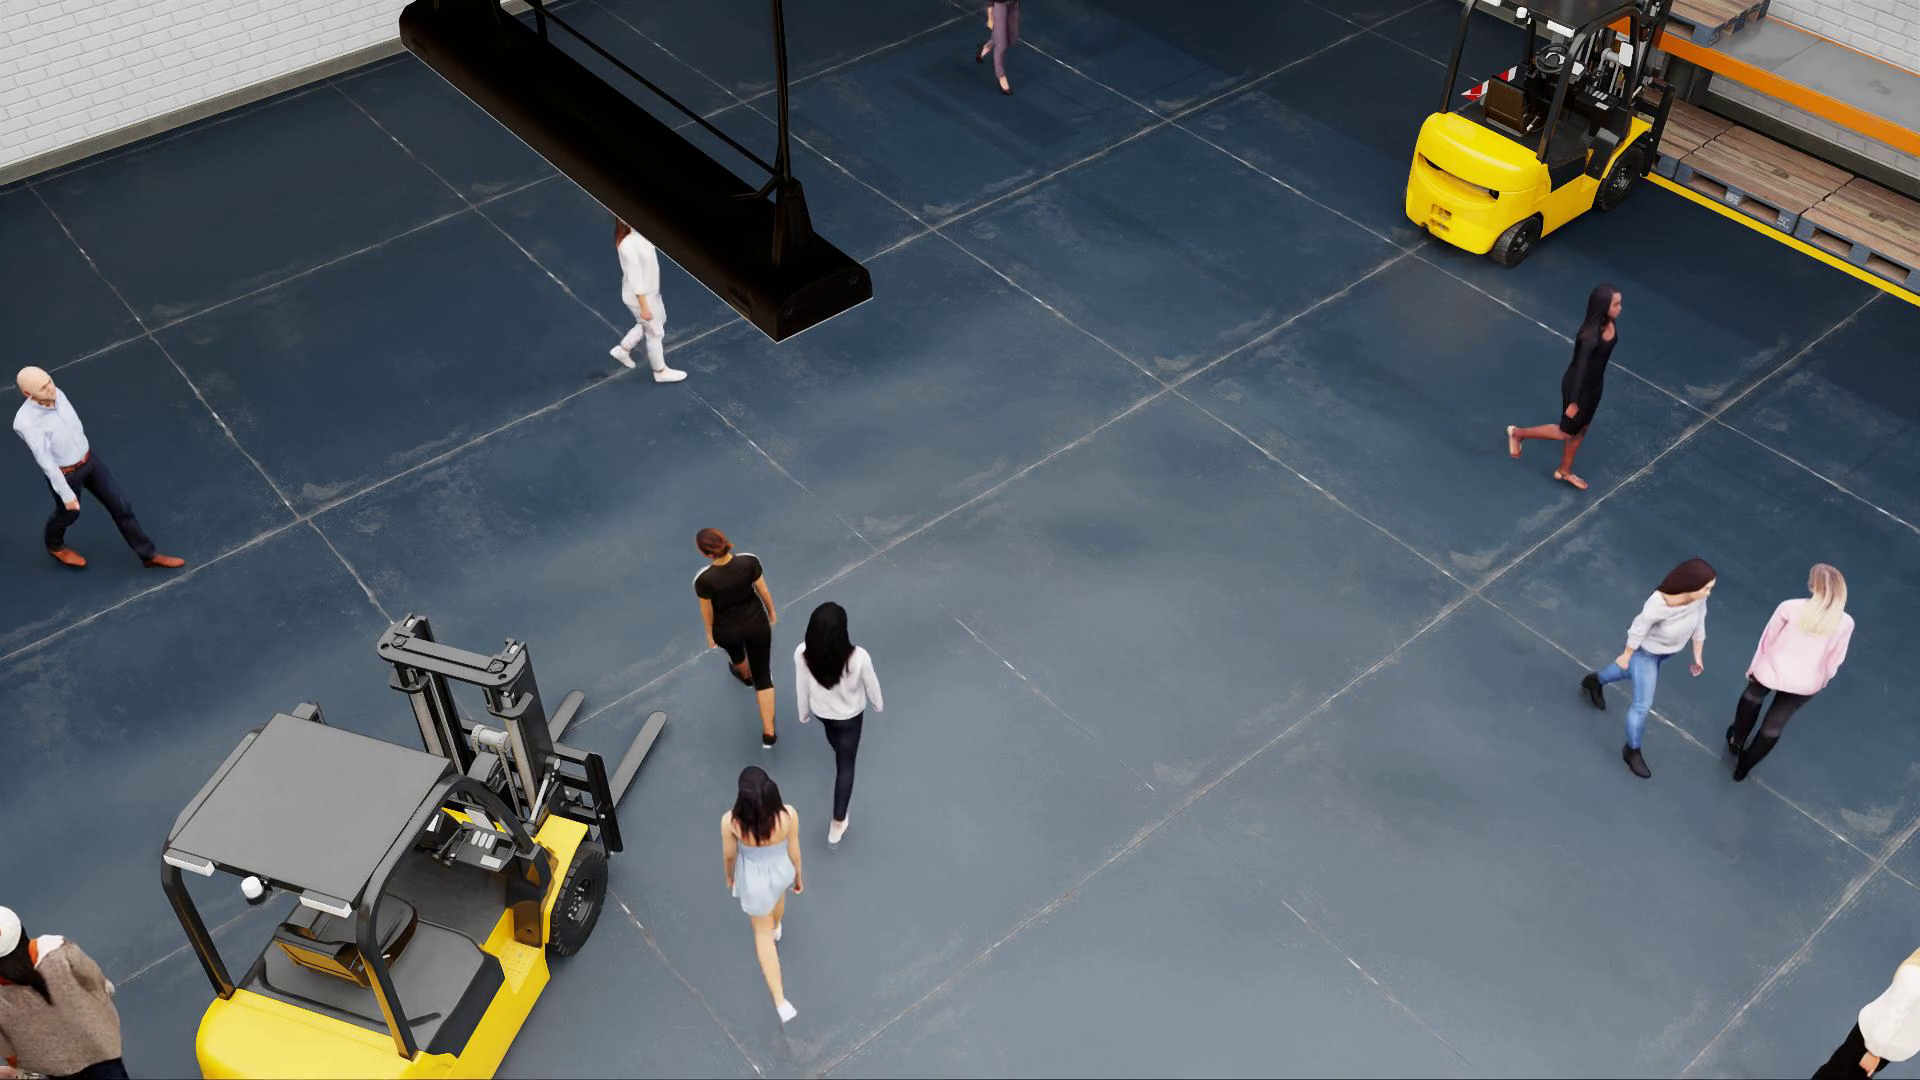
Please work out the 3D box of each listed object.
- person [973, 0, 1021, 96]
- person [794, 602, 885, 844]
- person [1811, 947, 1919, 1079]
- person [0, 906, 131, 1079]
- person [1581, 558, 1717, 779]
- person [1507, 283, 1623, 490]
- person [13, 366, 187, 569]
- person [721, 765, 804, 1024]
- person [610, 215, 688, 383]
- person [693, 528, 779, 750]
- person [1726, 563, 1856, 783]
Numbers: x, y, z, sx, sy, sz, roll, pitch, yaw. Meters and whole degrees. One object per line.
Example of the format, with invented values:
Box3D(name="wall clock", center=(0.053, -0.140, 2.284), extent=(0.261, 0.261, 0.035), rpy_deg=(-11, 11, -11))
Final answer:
Box3D(name="person", center=(0.351, -5.201, 16.312), extent=(0.813, 1.658, 0.647), rpy_deg=(33, 53, 30))
Box3D(name="person", center=(-0.731, 1.065, 9.733), extent=(1.129, 1.661, 1.137), rpy_deg=(7, 44, 7))
Box3D(name="person", center=(4.561, 2.417, 8.171), extent=(0.619, 1.857, 0.504), rpy_deg=(-29, 51, -27))
Box3D(name="person", center=(-4.372, 2.461, 8.120), extent=(0.784, 1.865, 1.050), rpy_deg=(-22, 48, -21))
Box3D(name="person", center=(4.202, 0.639, 10.234), extent=(0.729, 1.586, 1.063), rpy_deg=(-19, 47, -19))
Box3D(name="person", center=(4.397, -1.114, 11.986), extent=(0.953, 1.707, 0.731), rpy_deg=(29, 51, 27))
Box3D(name="person", center=(-6.079, -0.447, 11.253), extent=(1.290, 1.754, 1.174), rpy_deg=(7, 44, 8))
Box3D(name="person", center=(-1.013, 1.868, 8.863), extent=(0.926, 1.697, 1.214), rpy_deg=(-10, 44, -10))
Box3D(name="person", center=(-2.518, -1.918, 12.851), extent=(0.903, 1.678, 0.880), rpy_deg=(-5, 44, -5))
Box3D(name="person", center=(-1.337, 0.598, 10.253), extent=(0.907, 1.618, 1.207), rpy_deg=(-12, 45, -12))
Box3D(name="person", center=(4.930, 0.872, 9.934), extent=(0.734, 1.662, 0.807), rpy_deg=(19, 47, 19))
